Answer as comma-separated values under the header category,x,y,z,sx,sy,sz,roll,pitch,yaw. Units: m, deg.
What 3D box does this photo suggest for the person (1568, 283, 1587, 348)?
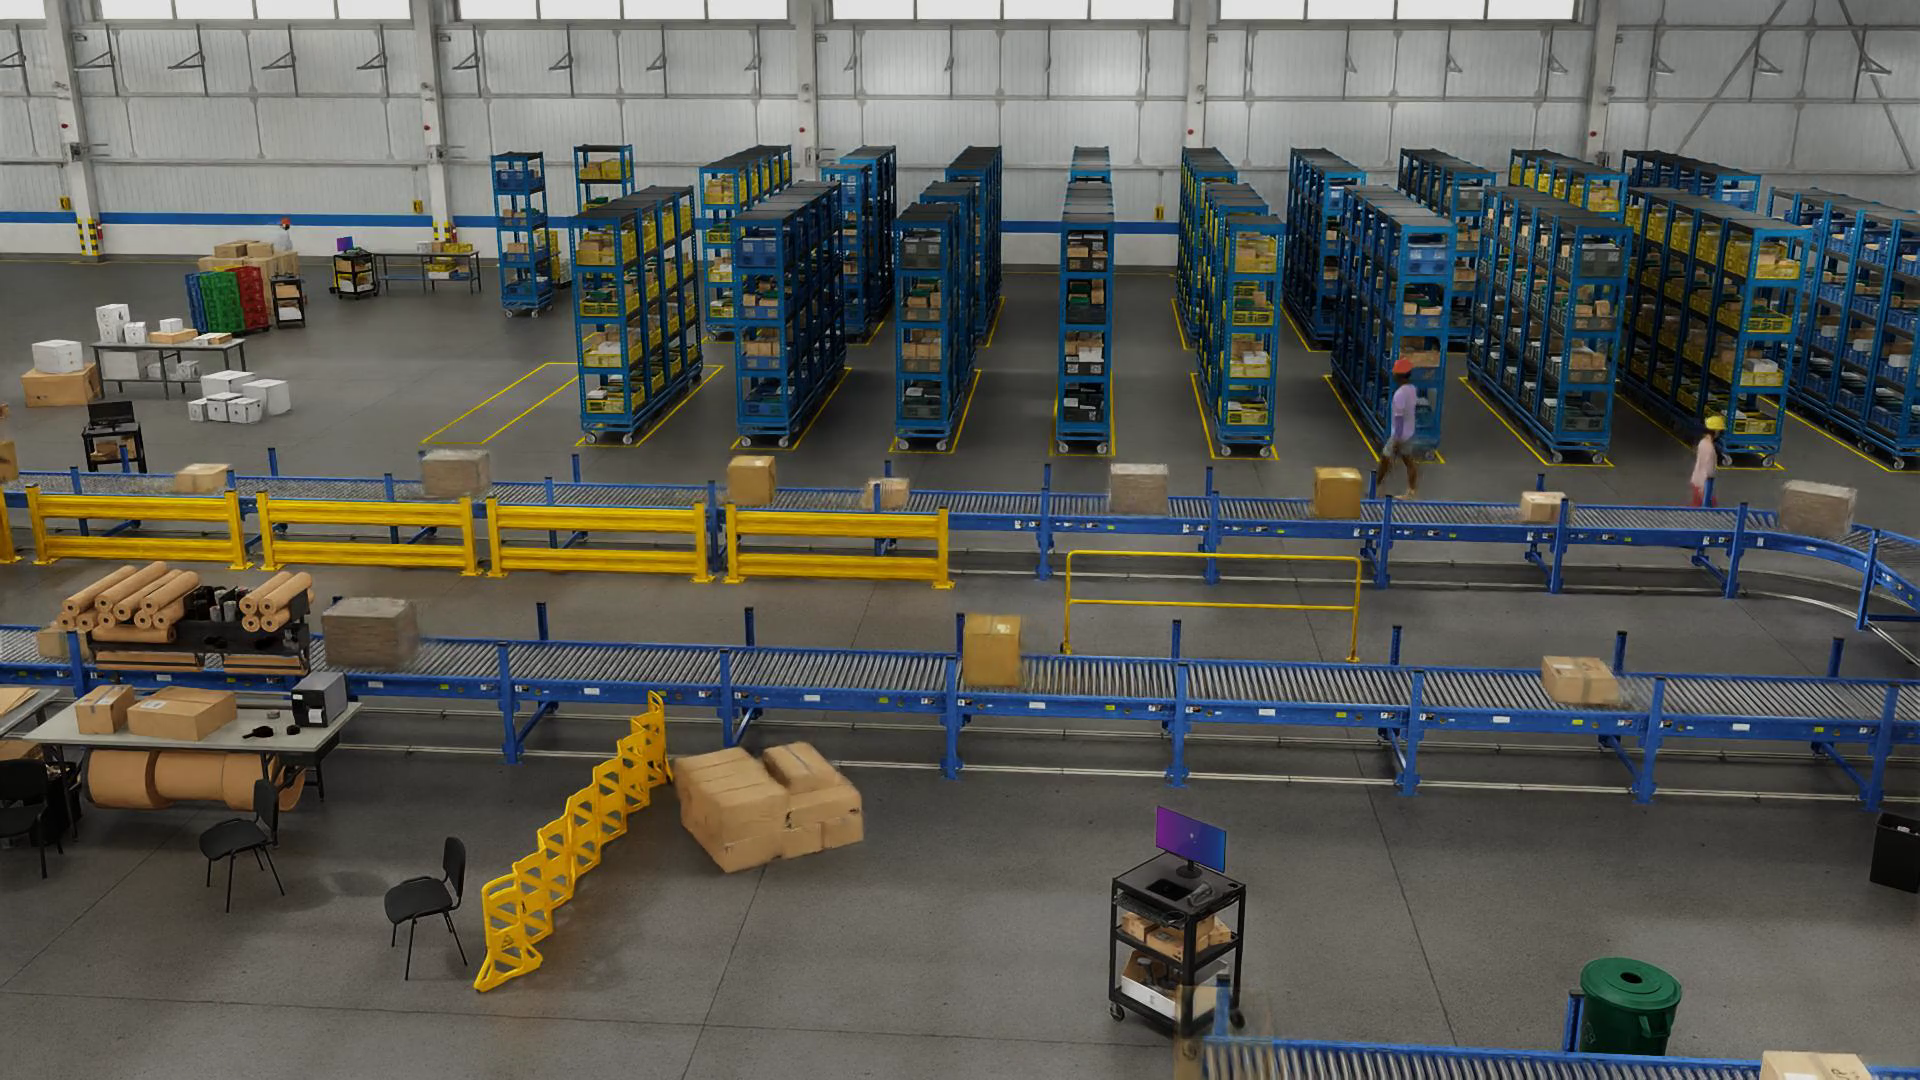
category,x,y,z,sx,sy,sz,roll,pitch,yaw
person,11.733,-4.163,31.556,0.773,1.973,0.631,2,18,5

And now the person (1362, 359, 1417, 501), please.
category,x,y,z,sx,sy,sz,roll,pitch,yaw
person,6.006,-1.521,23.099,0.967,2.000,0.642,13,21,35

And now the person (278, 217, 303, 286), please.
category,x,y,z,sx,sy,sz,roll,pitch,yaw
person,-16.745,-7.181,41.518,0.613,1.723,0.561,-11,21,-31

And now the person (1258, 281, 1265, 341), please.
category,x,y,z,sx,sy,sz,roll,pitch,yaw
person,5.930,-4.674,33.368,0.390,1.846,0.565,5,18,14

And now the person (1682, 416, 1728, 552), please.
category,x,y,z,sx,sy,sz,roll,pitch,yaw
person,9.385,-0.702,20.918,0.448,1.752,0.557,5,18,17
